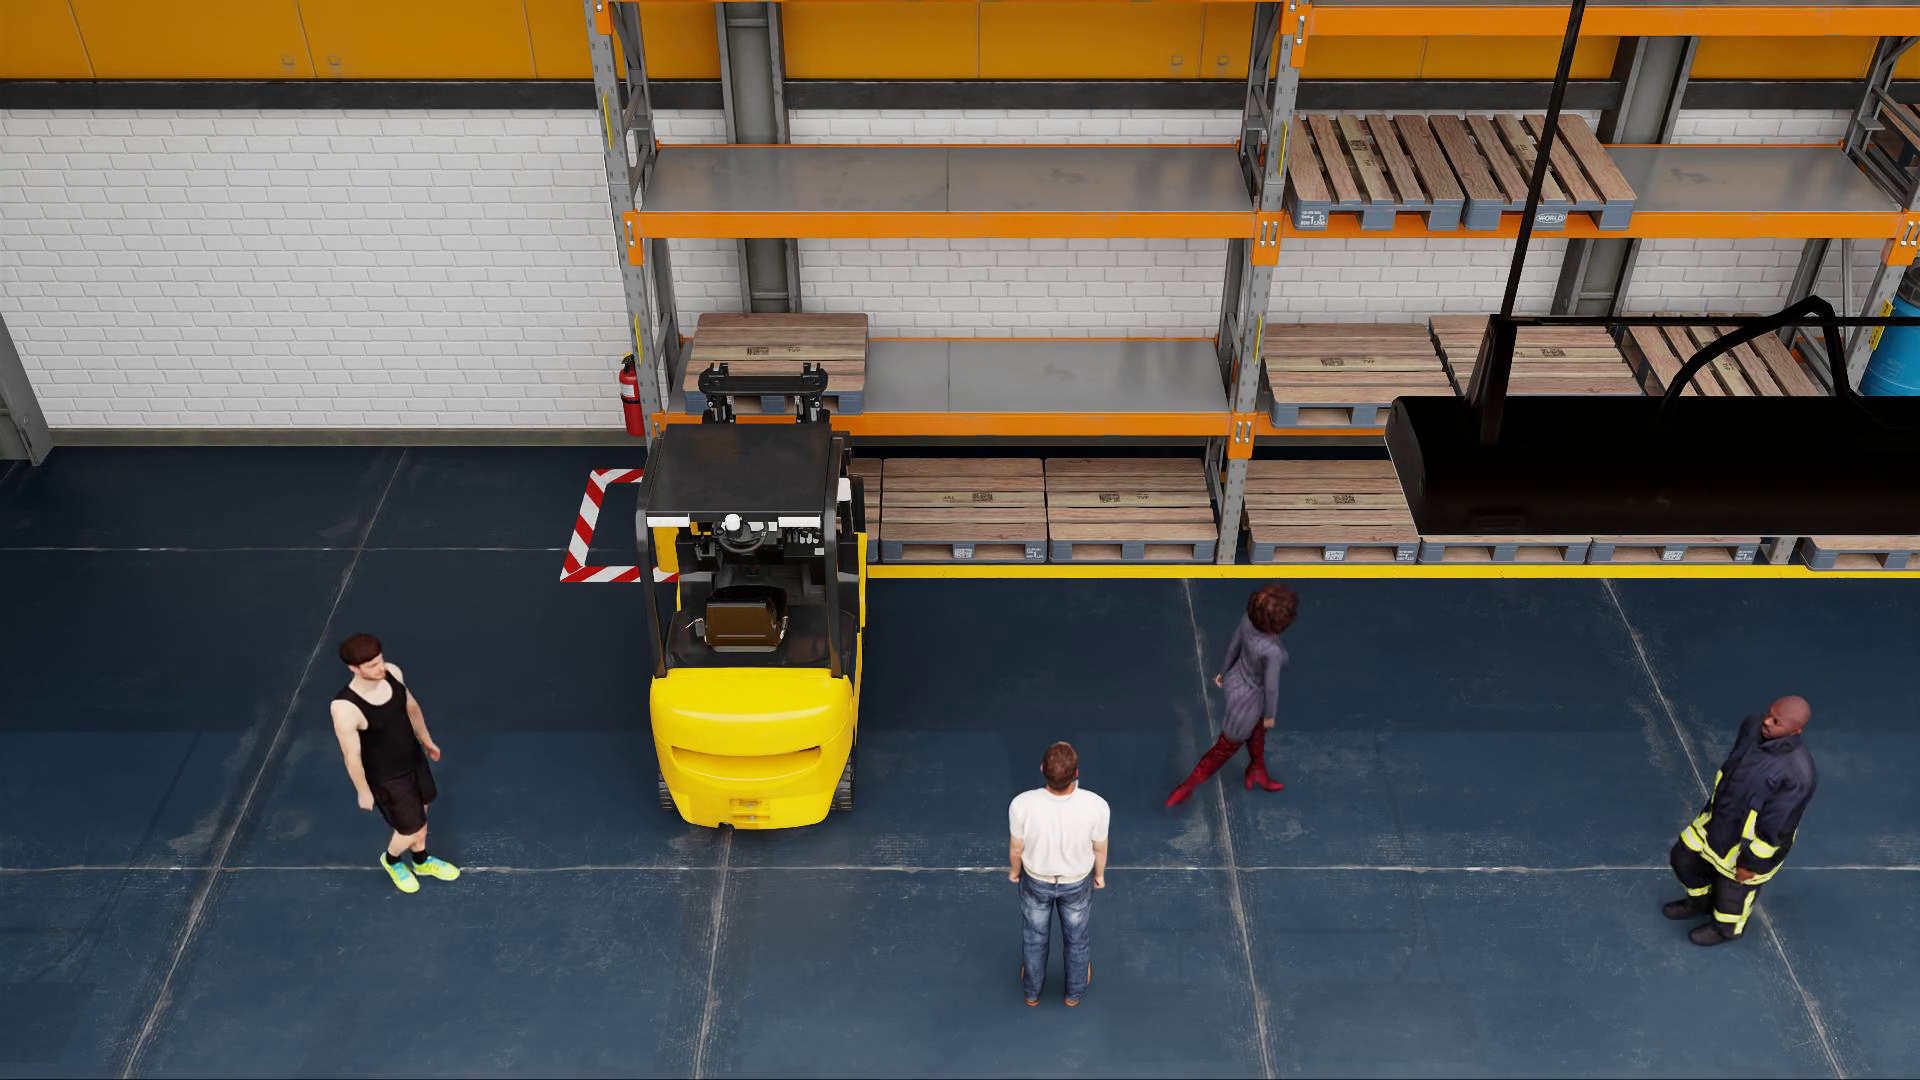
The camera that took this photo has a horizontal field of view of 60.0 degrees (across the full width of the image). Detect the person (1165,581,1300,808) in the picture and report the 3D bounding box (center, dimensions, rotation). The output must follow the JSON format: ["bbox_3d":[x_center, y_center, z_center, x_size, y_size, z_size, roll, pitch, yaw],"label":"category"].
[{"bbox_3d":[1.588,0.946,9.711,1.038,1.675,0.686,-9,40,-11],"label":"person"}]

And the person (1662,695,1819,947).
[{"bbox_3d":[4.299,1.501,8.910,0.832,1.807,0.824,-9,40,-11],"label":"person"}]

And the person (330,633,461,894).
[{"bbox_3d":[-3.200,1.223,9.198,0.758,1.881,0.763,10,40,12],"label":"person"}]

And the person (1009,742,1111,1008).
[{"bbox_3d":[0.495,1.746,8.563,0.523,1.856,0.728,3,39,3],"label":"person"}]
